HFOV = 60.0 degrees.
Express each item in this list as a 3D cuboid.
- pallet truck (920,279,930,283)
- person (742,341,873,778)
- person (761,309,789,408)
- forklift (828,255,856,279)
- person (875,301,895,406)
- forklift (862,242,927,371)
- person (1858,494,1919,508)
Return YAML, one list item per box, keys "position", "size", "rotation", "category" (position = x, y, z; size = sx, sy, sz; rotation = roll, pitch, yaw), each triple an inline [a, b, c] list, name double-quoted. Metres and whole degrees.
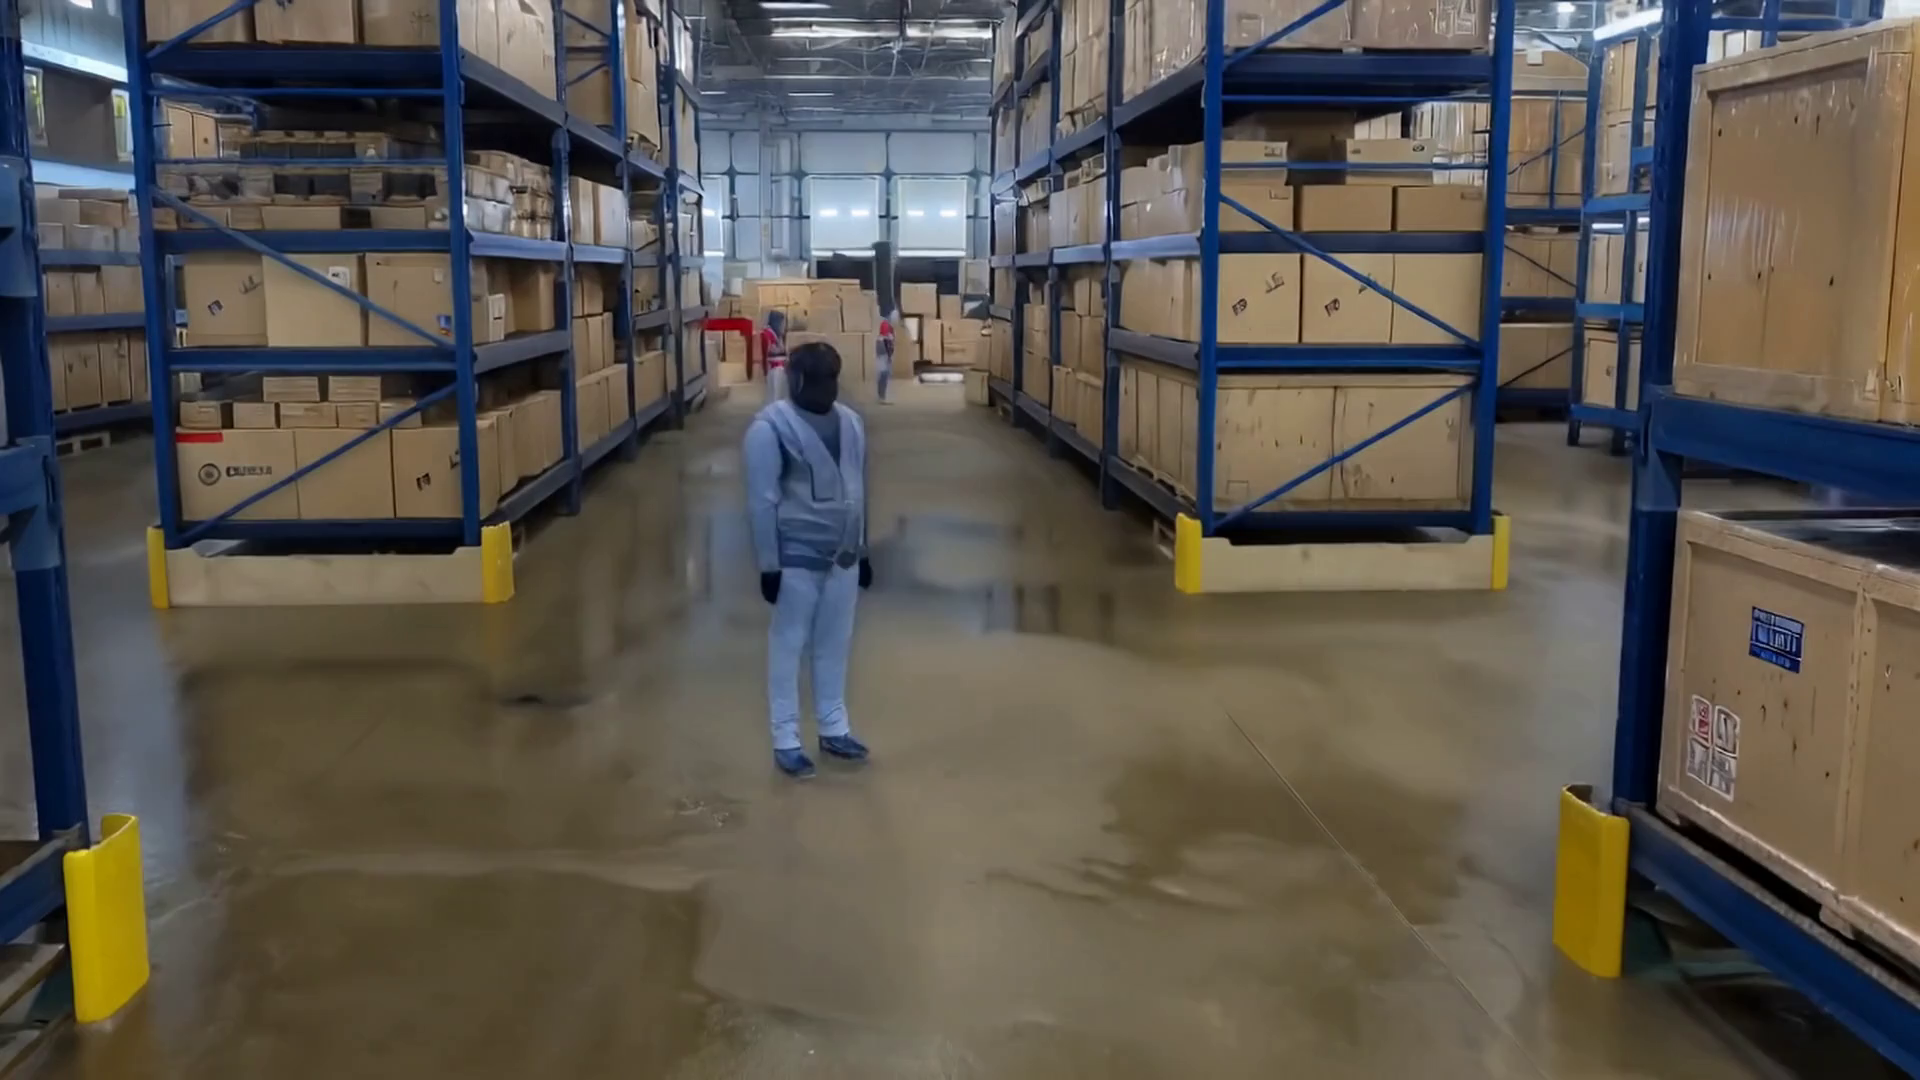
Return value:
- position: [-0.932, -8.922, 63.114]
  size: [1.885, 1.965, 0.823]
  rotation: [2, 9, 13]
  category: "pallet truck"
- position: [-0.622, 0.078, 7.123]
  size: [0.428, 1.840, 0.642]
  rotation: [9, 13, 44]
  category: "person"
- position: [-2.620, -2.449, 23.606]
  size: [0.314, 1.636, 0.515]
  rotation: [7, 12, 39]
  category: "person"
- position: [-4.114, -8.592, 58.281]
  size: [1.129, 2.768, 1.873]
  rotation: [-6, 11, -31]
  category: "forklift"
- position: [-1.218, -3.024, 27.025]
  size: [0.317, 1.696, 0.541]
  rotation: [-1, 9, -4]
  category: "person"
- position: [-1.688, -5.088, 36.276]
  size: [1.873, 2.768, 1.129]
  rotation: [-1, 9, -4]
  category: "forklift"
- position: [3.686, 0.220, 6.091]
  size: [0.915, 1.865, 0.681]
  rotation: [-1, 9, -7]
  category: "person"
